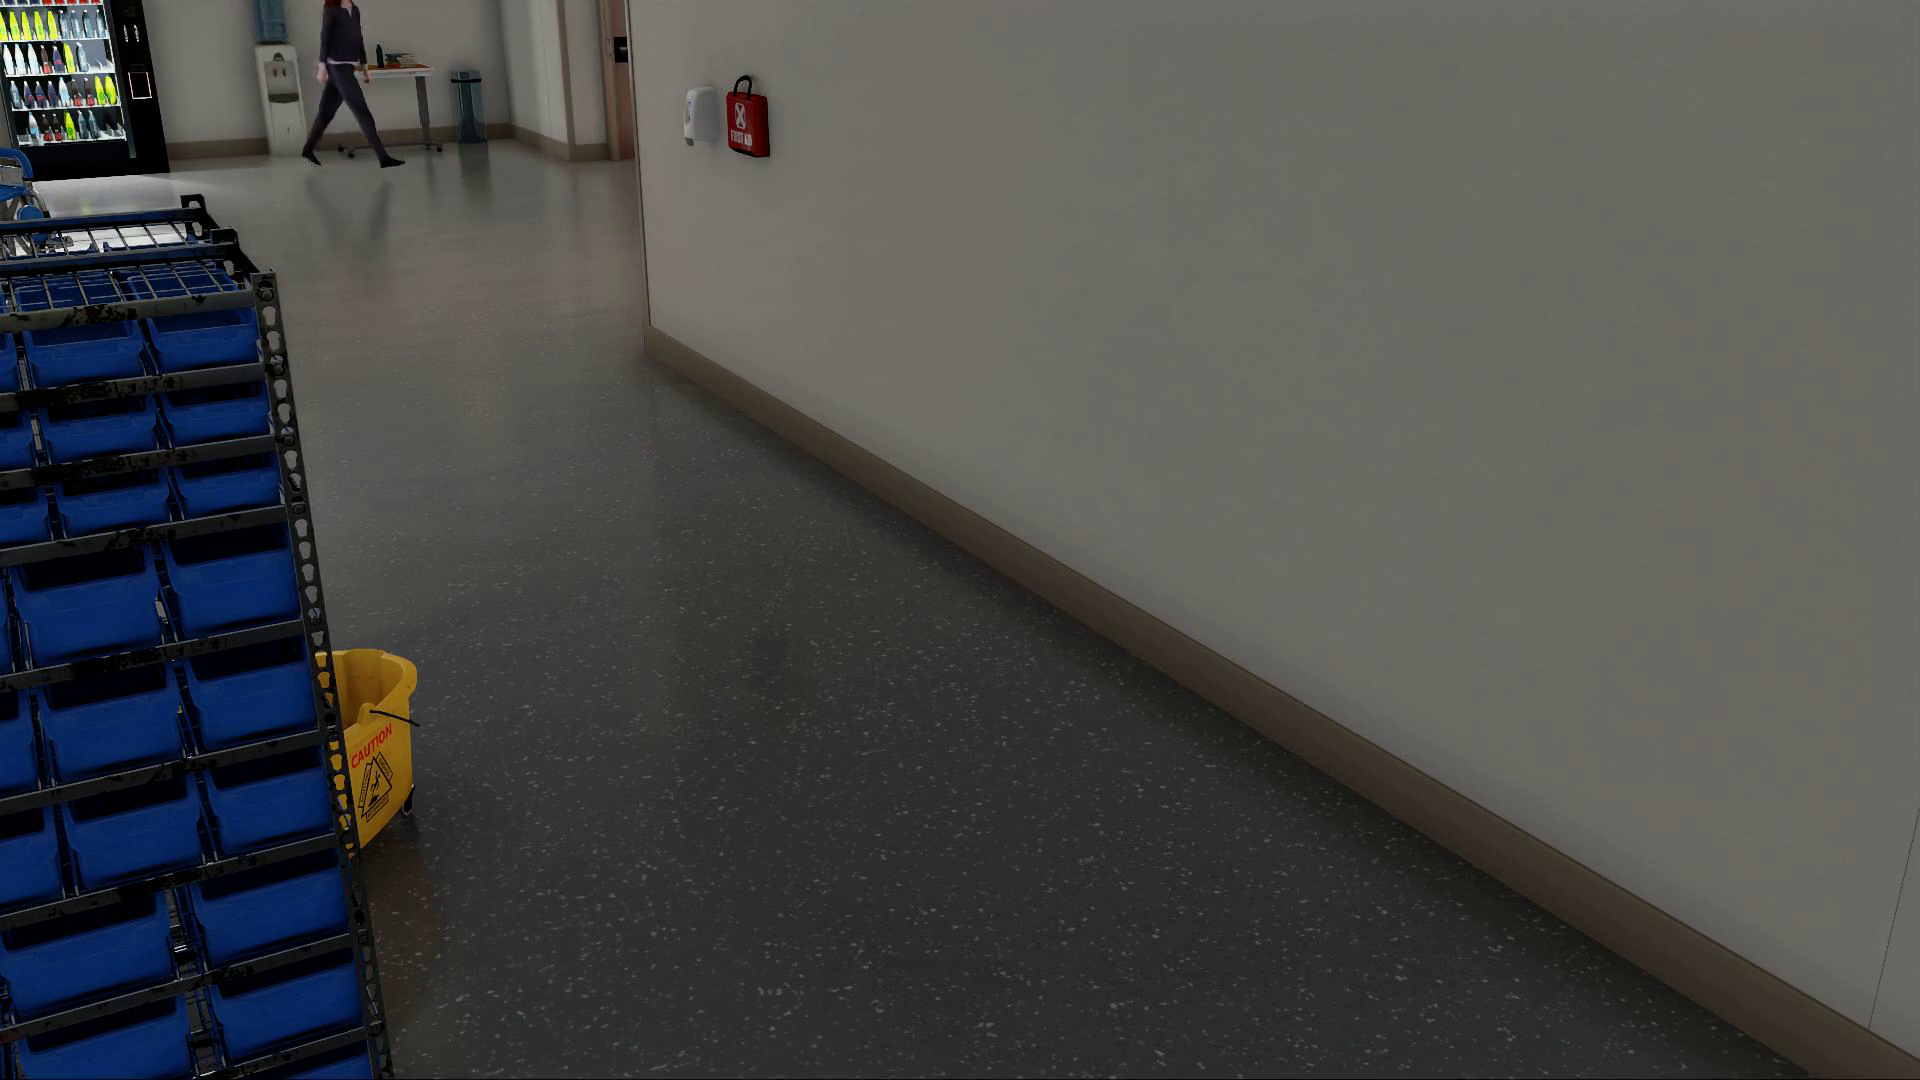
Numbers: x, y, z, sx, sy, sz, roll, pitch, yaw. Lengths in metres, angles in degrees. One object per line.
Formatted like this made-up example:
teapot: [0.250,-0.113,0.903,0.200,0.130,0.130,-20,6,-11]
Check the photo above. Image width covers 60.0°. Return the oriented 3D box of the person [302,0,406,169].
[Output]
person: [-5.603,-4.134,14.835,1.252,1.705,1.138,5,21,13]
